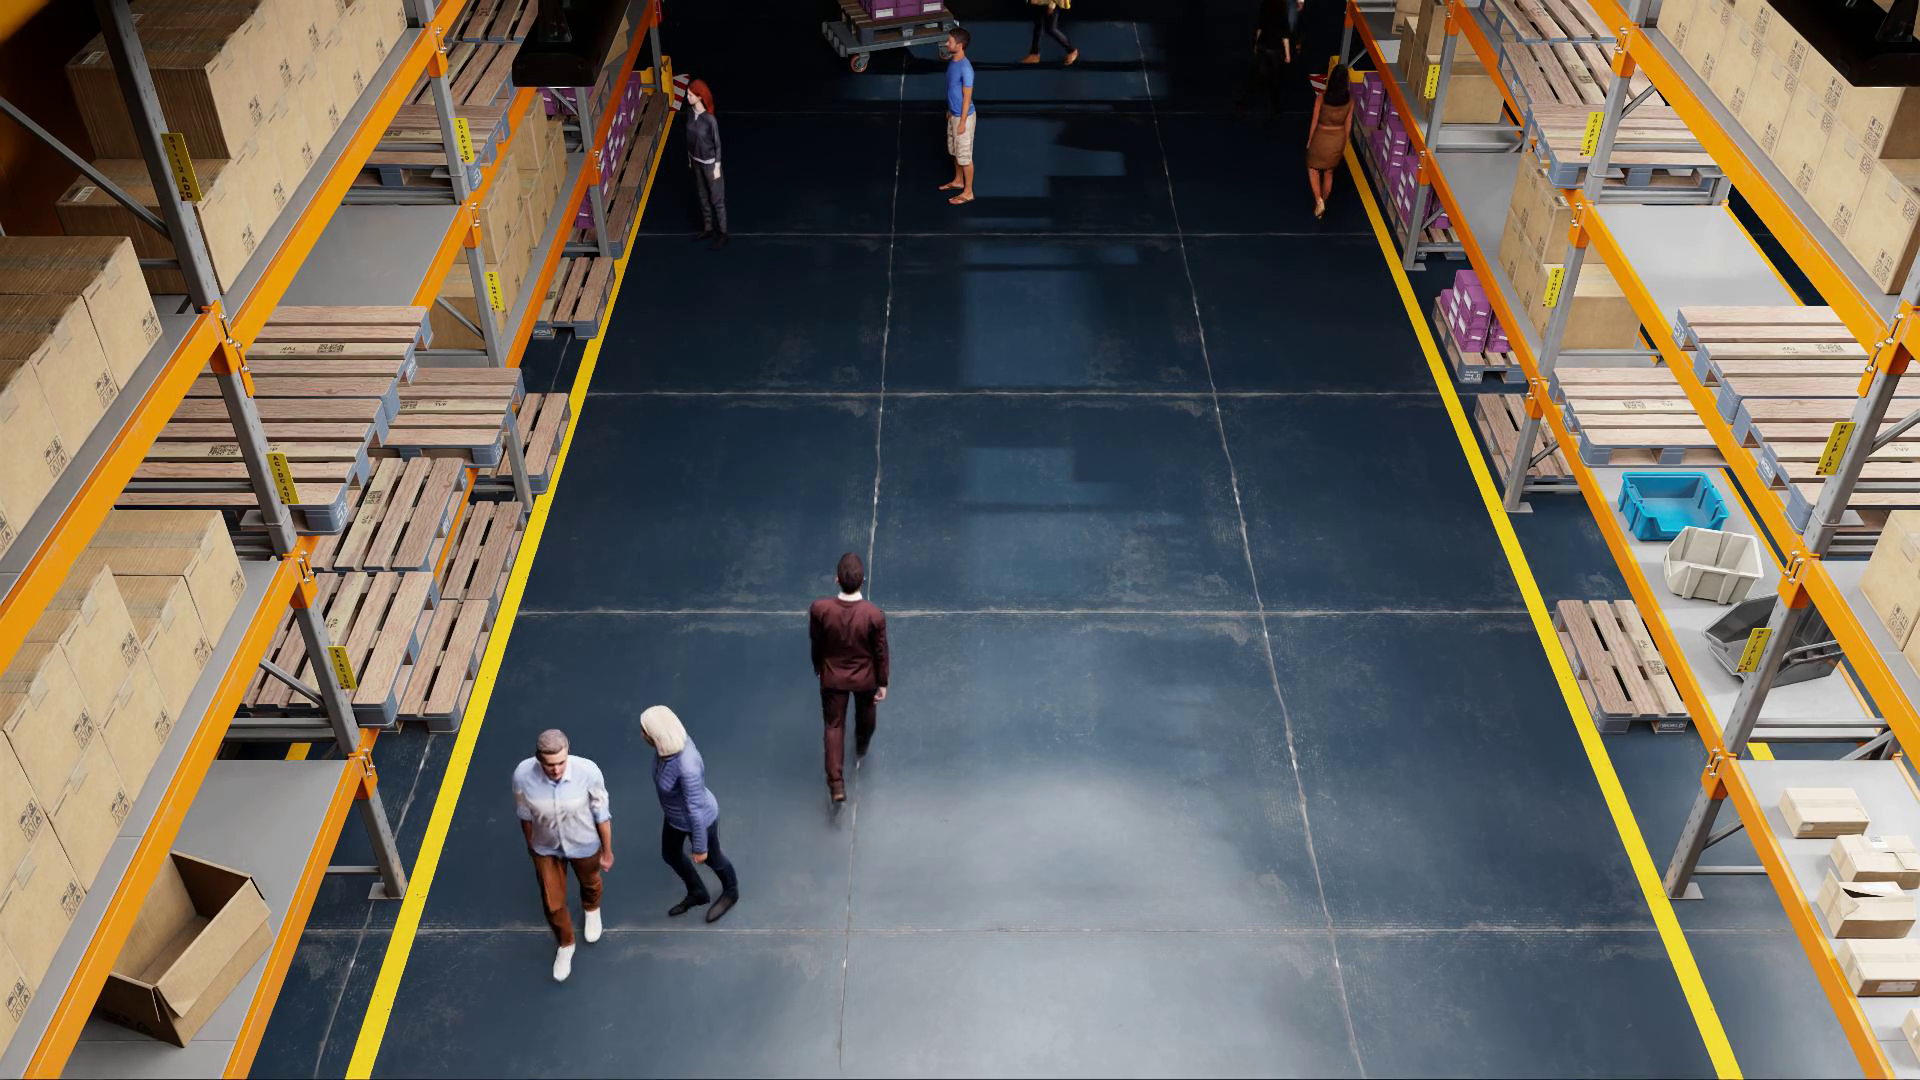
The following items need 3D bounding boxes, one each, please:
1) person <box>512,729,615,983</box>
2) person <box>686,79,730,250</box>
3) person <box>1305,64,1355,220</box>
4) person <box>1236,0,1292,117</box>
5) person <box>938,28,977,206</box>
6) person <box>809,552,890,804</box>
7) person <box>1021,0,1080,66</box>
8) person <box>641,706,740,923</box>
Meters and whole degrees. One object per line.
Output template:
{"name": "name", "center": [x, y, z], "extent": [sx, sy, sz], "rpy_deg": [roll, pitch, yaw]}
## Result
{"name": "person", "center": [-2.307, 1.697, 9.787], "extent": [0.745, 1.802, 0.840], "rpy_deg": [-4, 39, -6]}
{"name": "person", "center": [-2.544, -3.775, 16.656], "extent": [0.641, 1.781, 0.693], "rpy_deg": [30, 47, 32]}
{"name": "person", "center": [3.780, -4.020, 17.049], "extent": [0.572, 1.673, 0.732], "rpy_deg": [-1, 39, -1]}
{"name": "person", "center": [3.509, -5.628, 19.113], "extent": [1.031, 1.610, 1.003], "rpy_deg": [-23, 44, -26]}
{"name": "person", "center": [0.007, -4.475, 17.466], "extent": [0.780, 1.863, 0.623], "rpy_deg": [-12, 40, -14]}
{"name": "person", "center": [-0.730, 0.905, 10.745], "extent": [0.664, 1.844, 1.133], "rpy_deg": [1, 39, 1]}
{"name": "person", "center": [1.165, -6.558, 20.260], "extent": [0.808, 1.631, 0.899], "rpy_deg": [-4, 39, -5]}
{"name": "person", "center": [-1.553, 1.600, 9.981], "extent": [0.934, 1.711, 0.830], "rpy_deg": [-25, 45, -28]}
